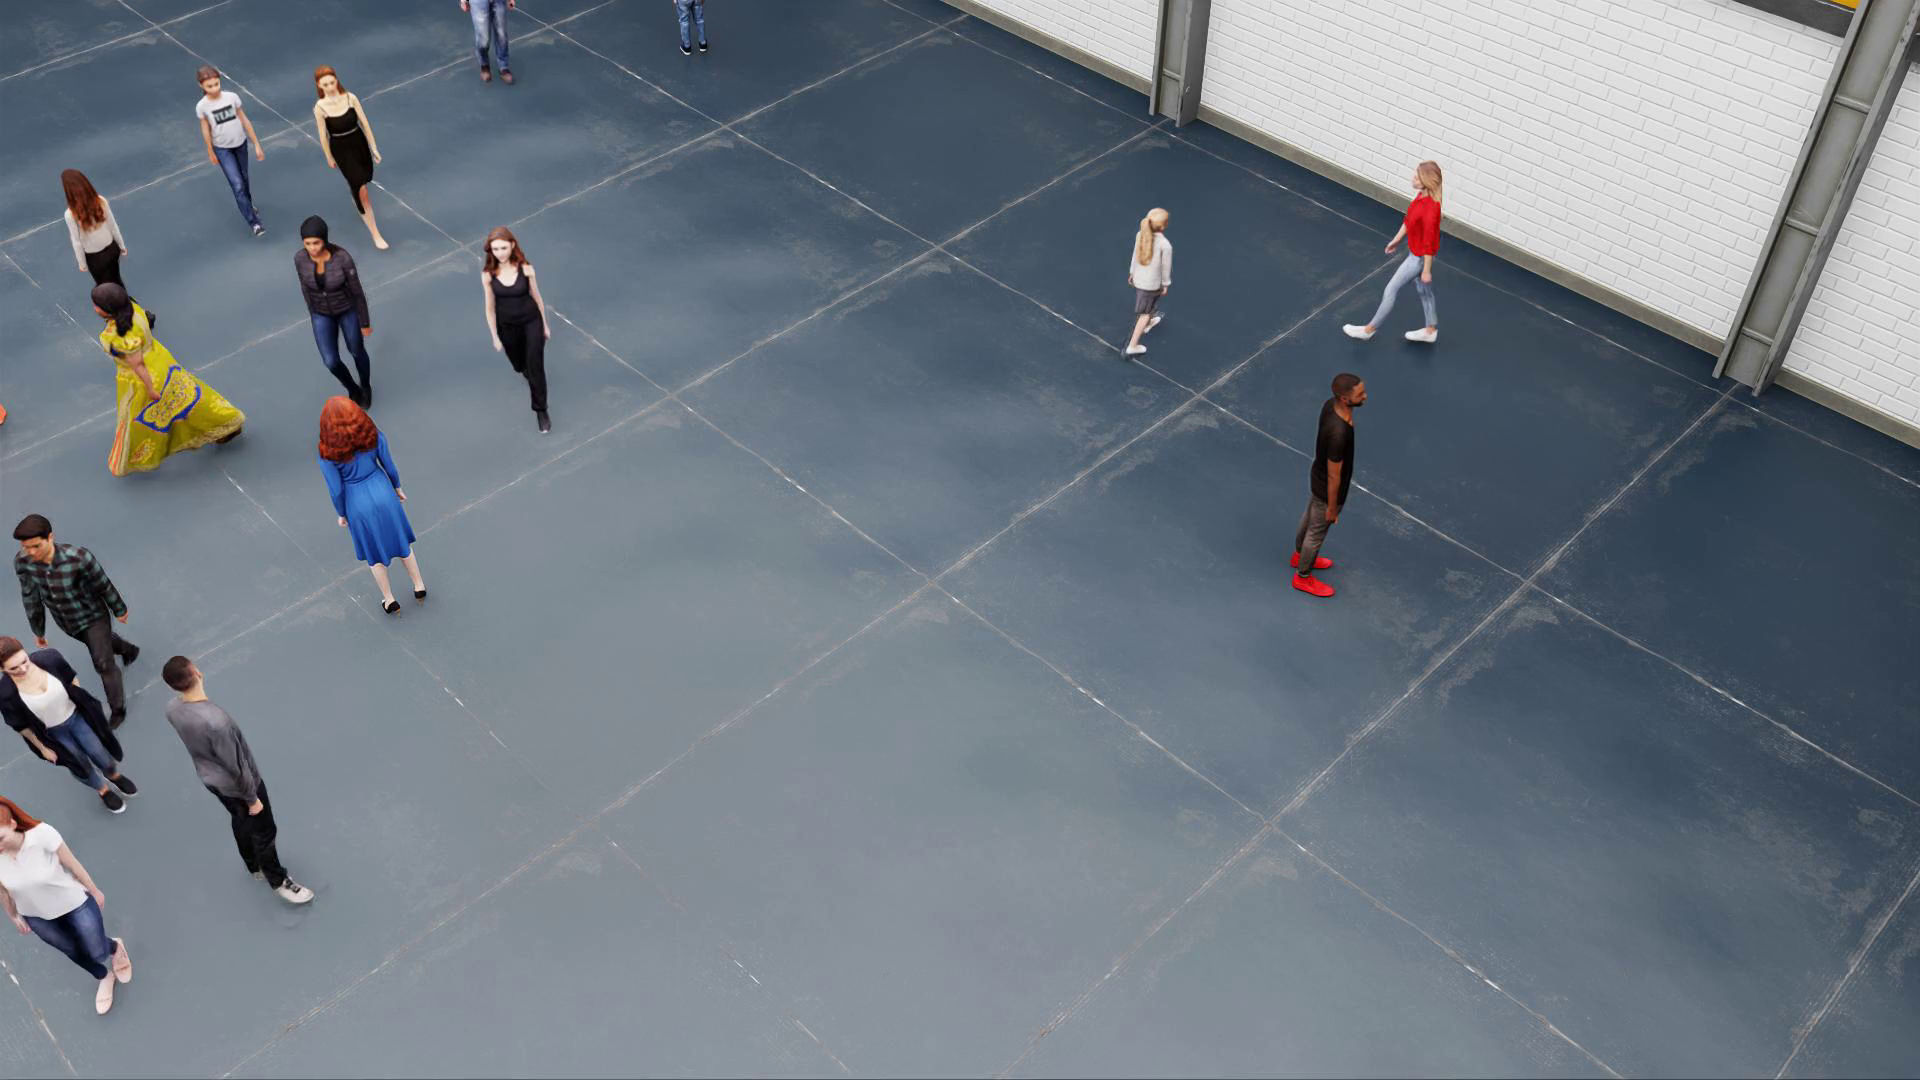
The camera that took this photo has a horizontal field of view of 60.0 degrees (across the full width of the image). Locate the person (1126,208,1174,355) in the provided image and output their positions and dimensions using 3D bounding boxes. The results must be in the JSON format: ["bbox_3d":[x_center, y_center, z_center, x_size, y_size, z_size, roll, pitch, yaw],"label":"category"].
[{"bbox_3d":[1.491,-2.087,13.424,0.719,1.258,0.570,35,53,31],"label":"person"}]

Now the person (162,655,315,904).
[{"bbox_3d":[-4.113,1.395,9.416,0.585,1.746,0.912,31,52,29],"label":"person"}]

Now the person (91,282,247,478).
[{"bbox_3d":[-5.891,-1.225,12.264,1.227,1.611,1.293,-9,44,-9],"label":"person"}]

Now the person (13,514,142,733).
[{"bbox_3d":[-5.611,0.405,10.667,1.112,1.684,1.118,2,44,3],"label":"person"}]

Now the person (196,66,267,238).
[{"bbox_3d":[-6.477,-3.504,14.718,0.577,1.525,1.015,-31,51,-28],"label":"person"}]

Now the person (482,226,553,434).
[{"bbox_3d":[-3.355,-1.692,12.673,0.938,1.723,1.138,-10,44,-10],"label":"person"}]

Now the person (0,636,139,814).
[{"bbox_3d":[-5.365,1.054,9.830,0.648,1.668,0.653,24,49,23],"label":"person"}]

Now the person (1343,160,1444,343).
[{"bbox_3d":[3.759,-2.258,13.308,1.109,1.667,0.971,8,44,8],"label":"person"}]

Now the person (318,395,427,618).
[{"bbox_3d":[-3.907,-0.206,11.038,0.652,1.827,0.618,-26,50,-25],"label":"person"}]

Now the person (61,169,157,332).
[{"bbox_3d":[-6.922,-2.303,13.498,0.933,1.469,0.703,21,48,21],"label":"person"}]

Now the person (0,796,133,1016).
[{"bbox_3d":[-4.822,1.883,8.919,0.725,1.725,0.774,-10,45,-10],"label":"person"}]

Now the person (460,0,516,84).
[{"bbox_3d":[-4.739,-5.447,16.530,0.744,1.839,0.749,-22,48,-21],"label":"person"}]

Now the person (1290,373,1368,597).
[{"bbox_3d":[2.488,-0.401,11.258,0.747,1.805,0.721,5,44,5],"label":"person"}]

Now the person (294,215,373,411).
[{"bbox_3d":[-4.737,-1.768,12.747,0.784,1.731,0.840,-2,44,-2],"label":"person"}]

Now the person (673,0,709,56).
[{"bbox_3d":[-2.817,-5.643,17.156,0.557,1.259,0.586,-14,45,-14],"label":"person"}]

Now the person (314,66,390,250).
[{"bbox_3d":[-5.362,-3.427,14.594,0.610,1.585,1.081,-31,52,-28],"label":"person"}]
